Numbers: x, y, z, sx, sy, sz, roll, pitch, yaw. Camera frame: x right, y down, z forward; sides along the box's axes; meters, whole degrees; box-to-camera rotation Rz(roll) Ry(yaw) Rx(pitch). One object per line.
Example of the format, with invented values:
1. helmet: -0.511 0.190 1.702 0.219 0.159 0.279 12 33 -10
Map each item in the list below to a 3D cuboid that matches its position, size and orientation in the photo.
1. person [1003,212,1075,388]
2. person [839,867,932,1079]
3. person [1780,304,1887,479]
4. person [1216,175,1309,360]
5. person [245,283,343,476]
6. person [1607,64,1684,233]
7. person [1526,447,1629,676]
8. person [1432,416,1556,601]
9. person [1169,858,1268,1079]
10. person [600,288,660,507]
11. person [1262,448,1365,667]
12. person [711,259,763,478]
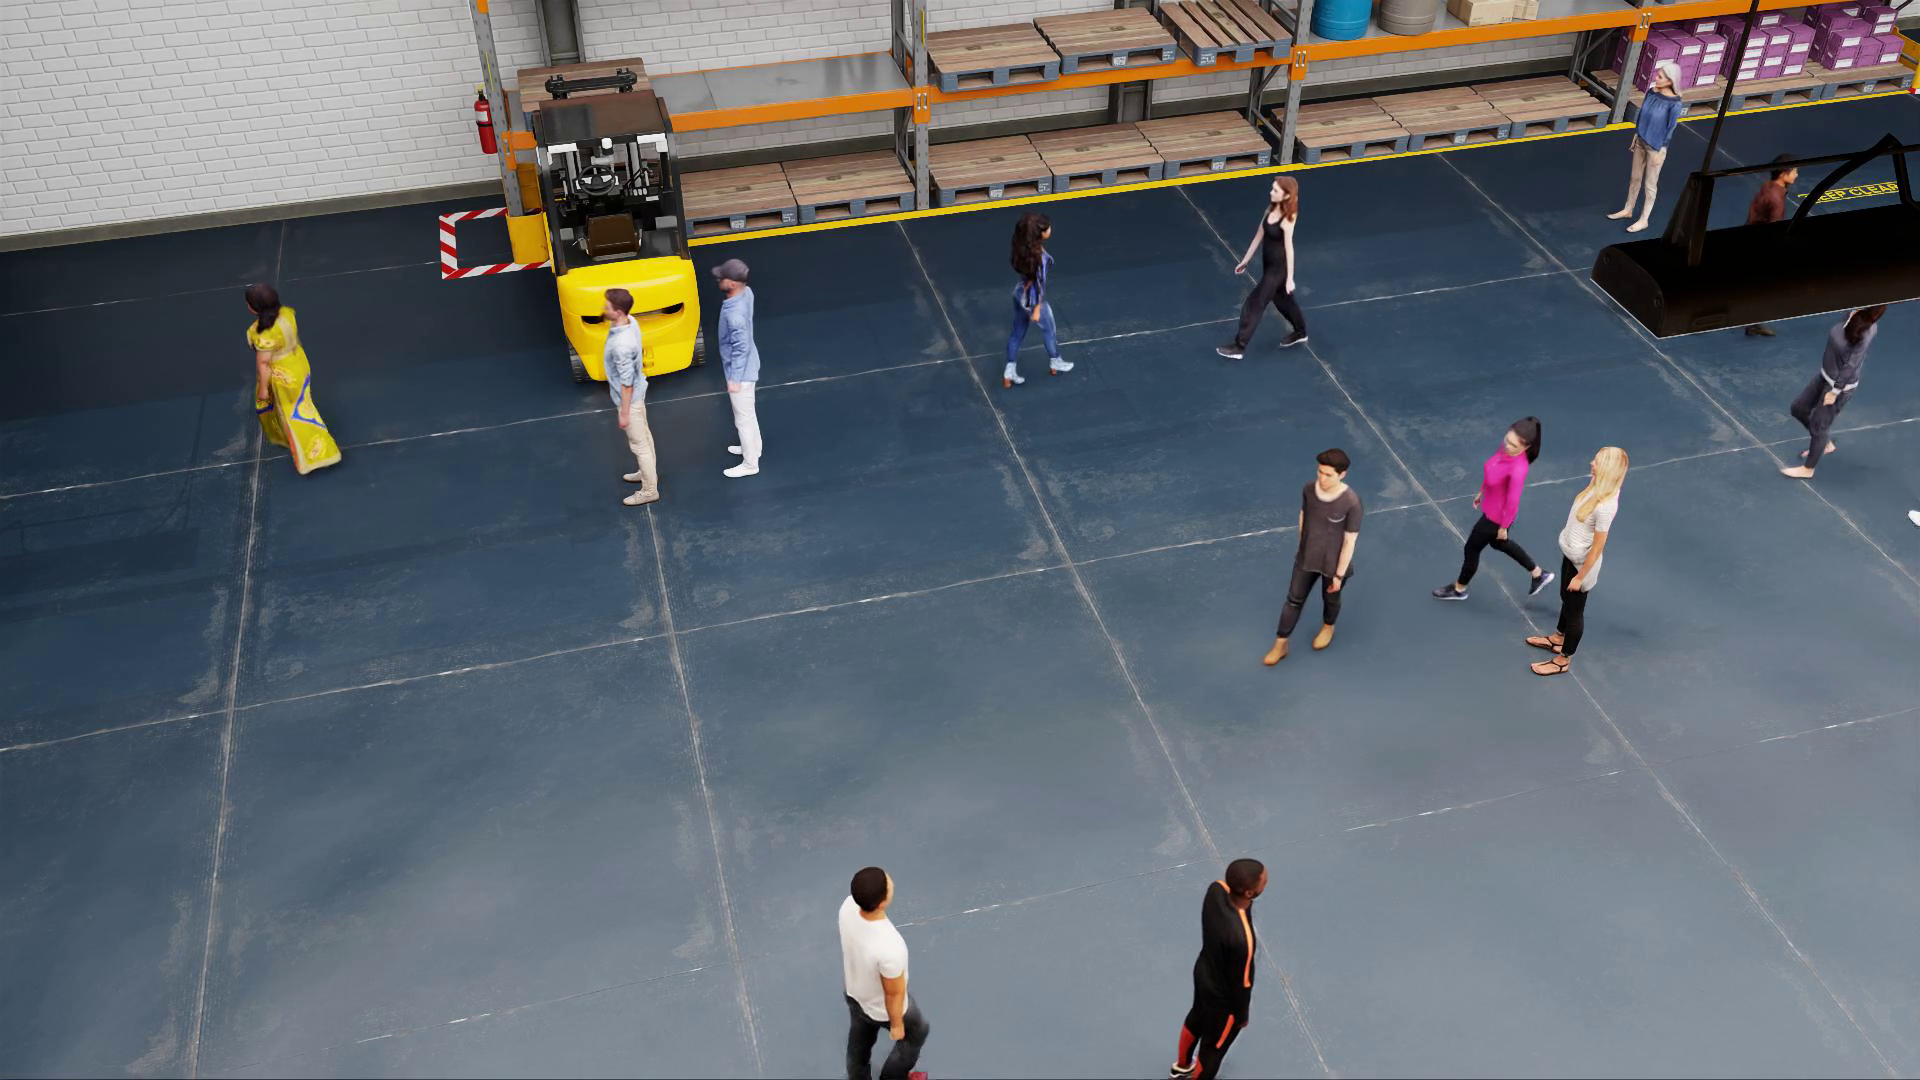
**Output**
1. person: 0.529 -1.975 13.957 0.938 1.592 0.735 -16 41 -19
2. person: -0.490 2.336 8.403 0.810 1.796 0.790 -28 46 -30
3. person: 6.875 -1.230 12.891 0.760 1.758 0.713 3 39 3
4. person: 2.810 -2.350 14.339 1.112 1.701 0.586 -8 39 -10
5. person: -5.189 -1.272 13.043 0.994 1.644 0.873 0 39 0
6. person: 6.745 -3.838 16.213 0.589 1.698 0.634 -14 41 -17
7. person: 4.170 0.132 11.130 0.663 1.827 0.667 6 39 8
8. person: 3.865 -0.172 11.652 1.140 1.662 0.901 8 39 10
9. person: 1.319 2.269 8.474 0.556 1.803 0.608 -8 39 -10
10. person: -2.508 -1.106 12.664 0.605 1.848 0.680 -4 39 -4
11. person: 2.518 0.083 11.305 0.943 1.685 1.051 27 46 29
12. person: -1.708 -1.350 12.937 0.662 1.888 0.707 0 39 0
